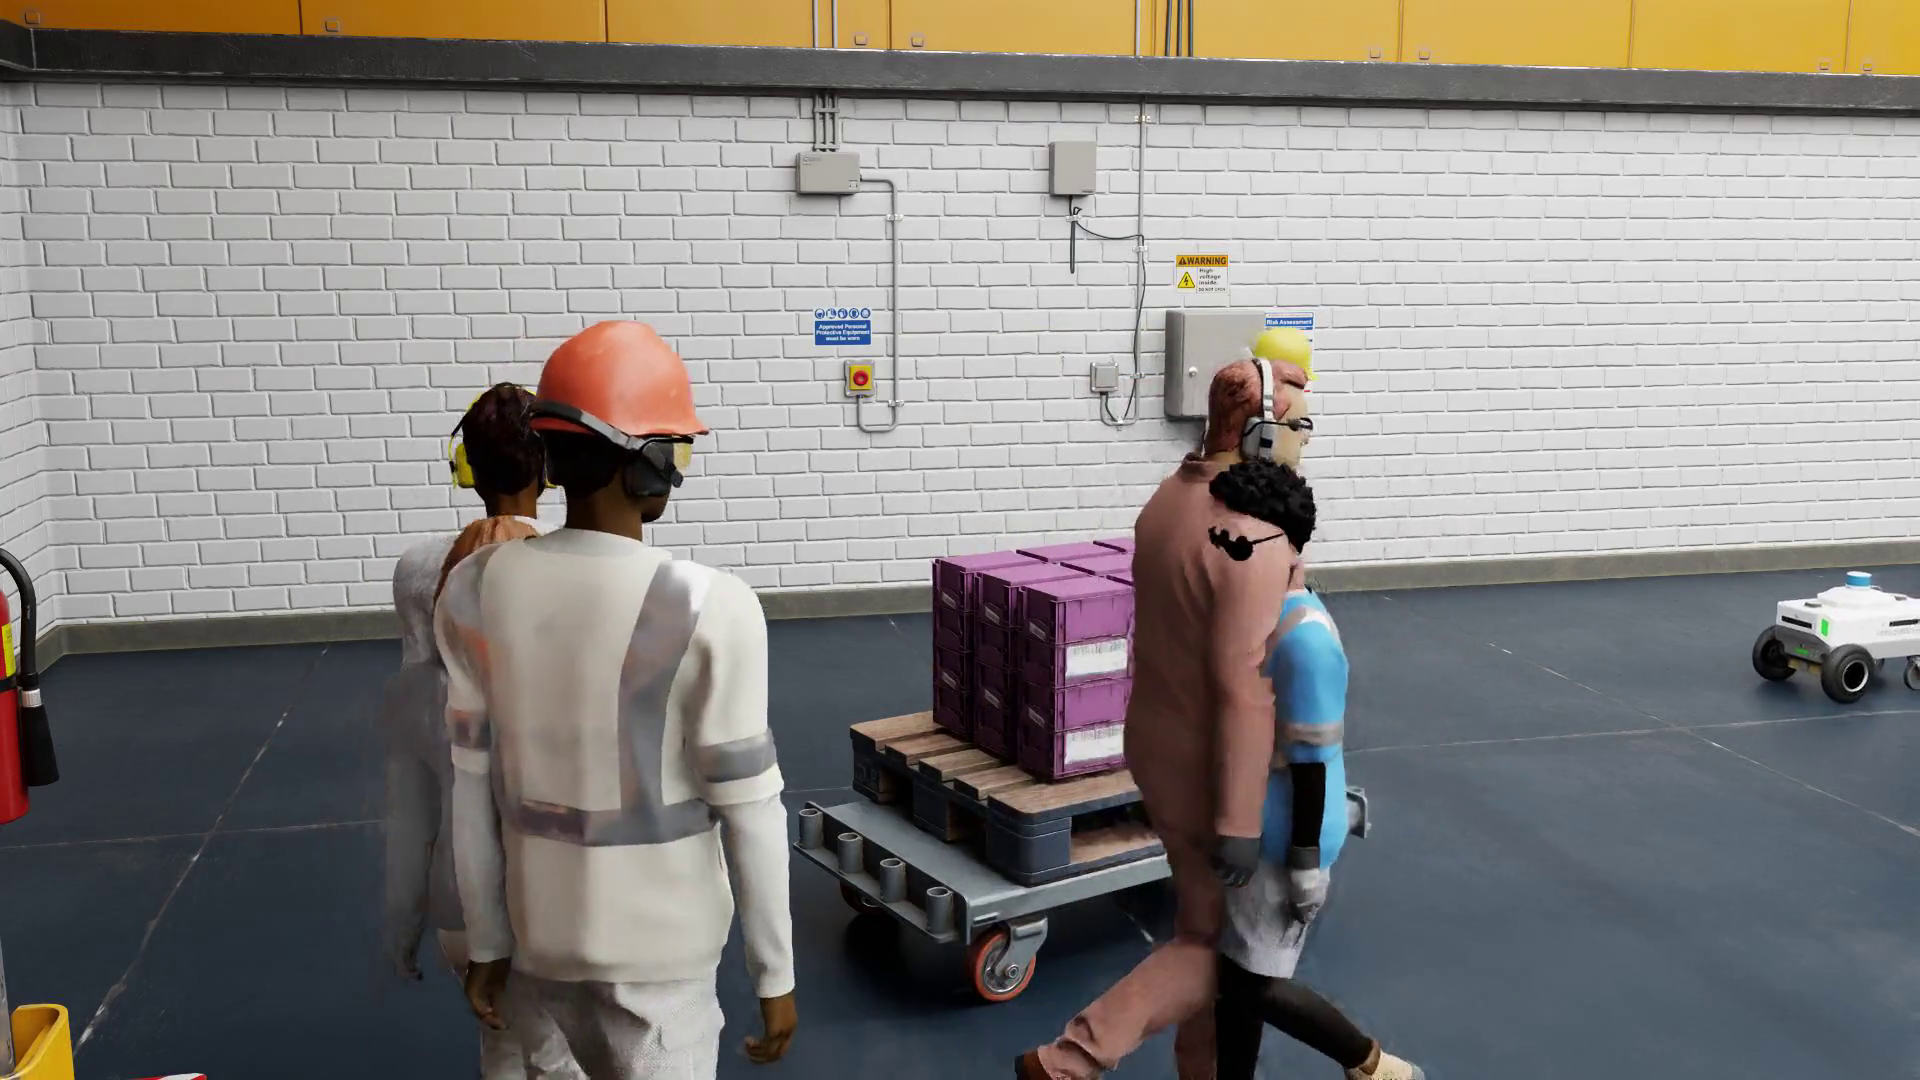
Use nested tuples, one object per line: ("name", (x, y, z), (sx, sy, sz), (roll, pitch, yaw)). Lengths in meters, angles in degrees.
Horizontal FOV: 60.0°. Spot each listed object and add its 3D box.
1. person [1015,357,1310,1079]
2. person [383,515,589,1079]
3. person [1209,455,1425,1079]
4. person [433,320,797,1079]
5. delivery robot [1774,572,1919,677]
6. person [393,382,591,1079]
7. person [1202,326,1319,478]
("person", (0.489, 0.520, 3.793), (0.655, 1.878, 0.688), (-2, 10, -11))
("person", (-0.906, 0.765, 3.192), (0.530, 1.613, 0.659), (3, 11, 16))
("person", (0.741, 0.641, 3.714), (0.524, 1.675, 0.548), (-1, 10, -5))
("person", (-0.596, 0.648, 2.744), (0.619, 2.011, 0.962), (5, 11, 26))
("delivery robot", (4.249, 0.395, 7.900), (0.707, 0.478, 0.477), (-3, 11, -18))
("person", (-0.935, 0.570, 3.664), (0.529, 1.832, 0.844), (-2, 11, -13))
("person", (1.089, 0.014, 6.874), (0.715, 1.788, 0.644), (-3, 11, -15))
